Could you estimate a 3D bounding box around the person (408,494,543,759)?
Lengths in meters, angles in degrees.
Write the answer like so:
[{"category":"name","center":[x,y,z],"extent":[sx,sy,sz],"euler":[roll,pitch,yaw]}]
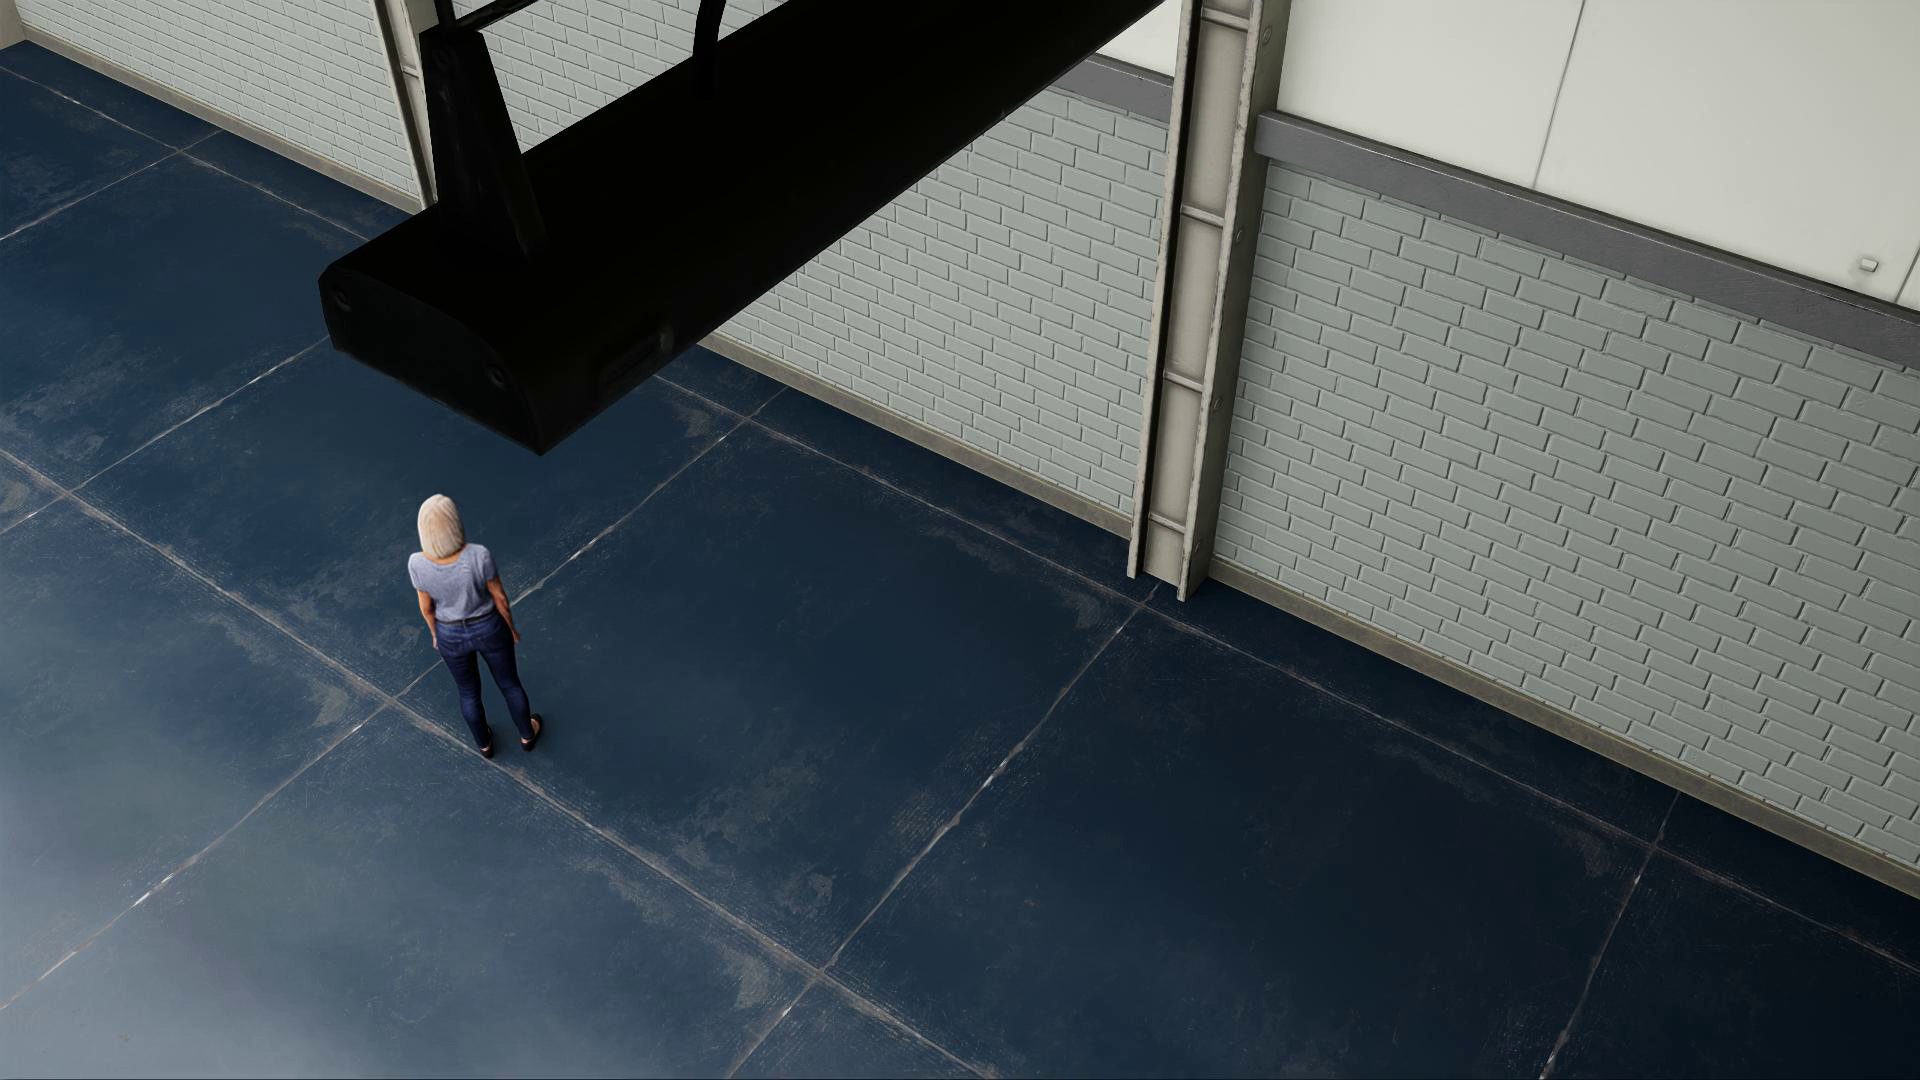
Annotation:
[{"category":"person","center":[-2.445,0.451,8.333],"extent":[0.644,1.722,0.708],"euler":[-7,43,-7]}]
